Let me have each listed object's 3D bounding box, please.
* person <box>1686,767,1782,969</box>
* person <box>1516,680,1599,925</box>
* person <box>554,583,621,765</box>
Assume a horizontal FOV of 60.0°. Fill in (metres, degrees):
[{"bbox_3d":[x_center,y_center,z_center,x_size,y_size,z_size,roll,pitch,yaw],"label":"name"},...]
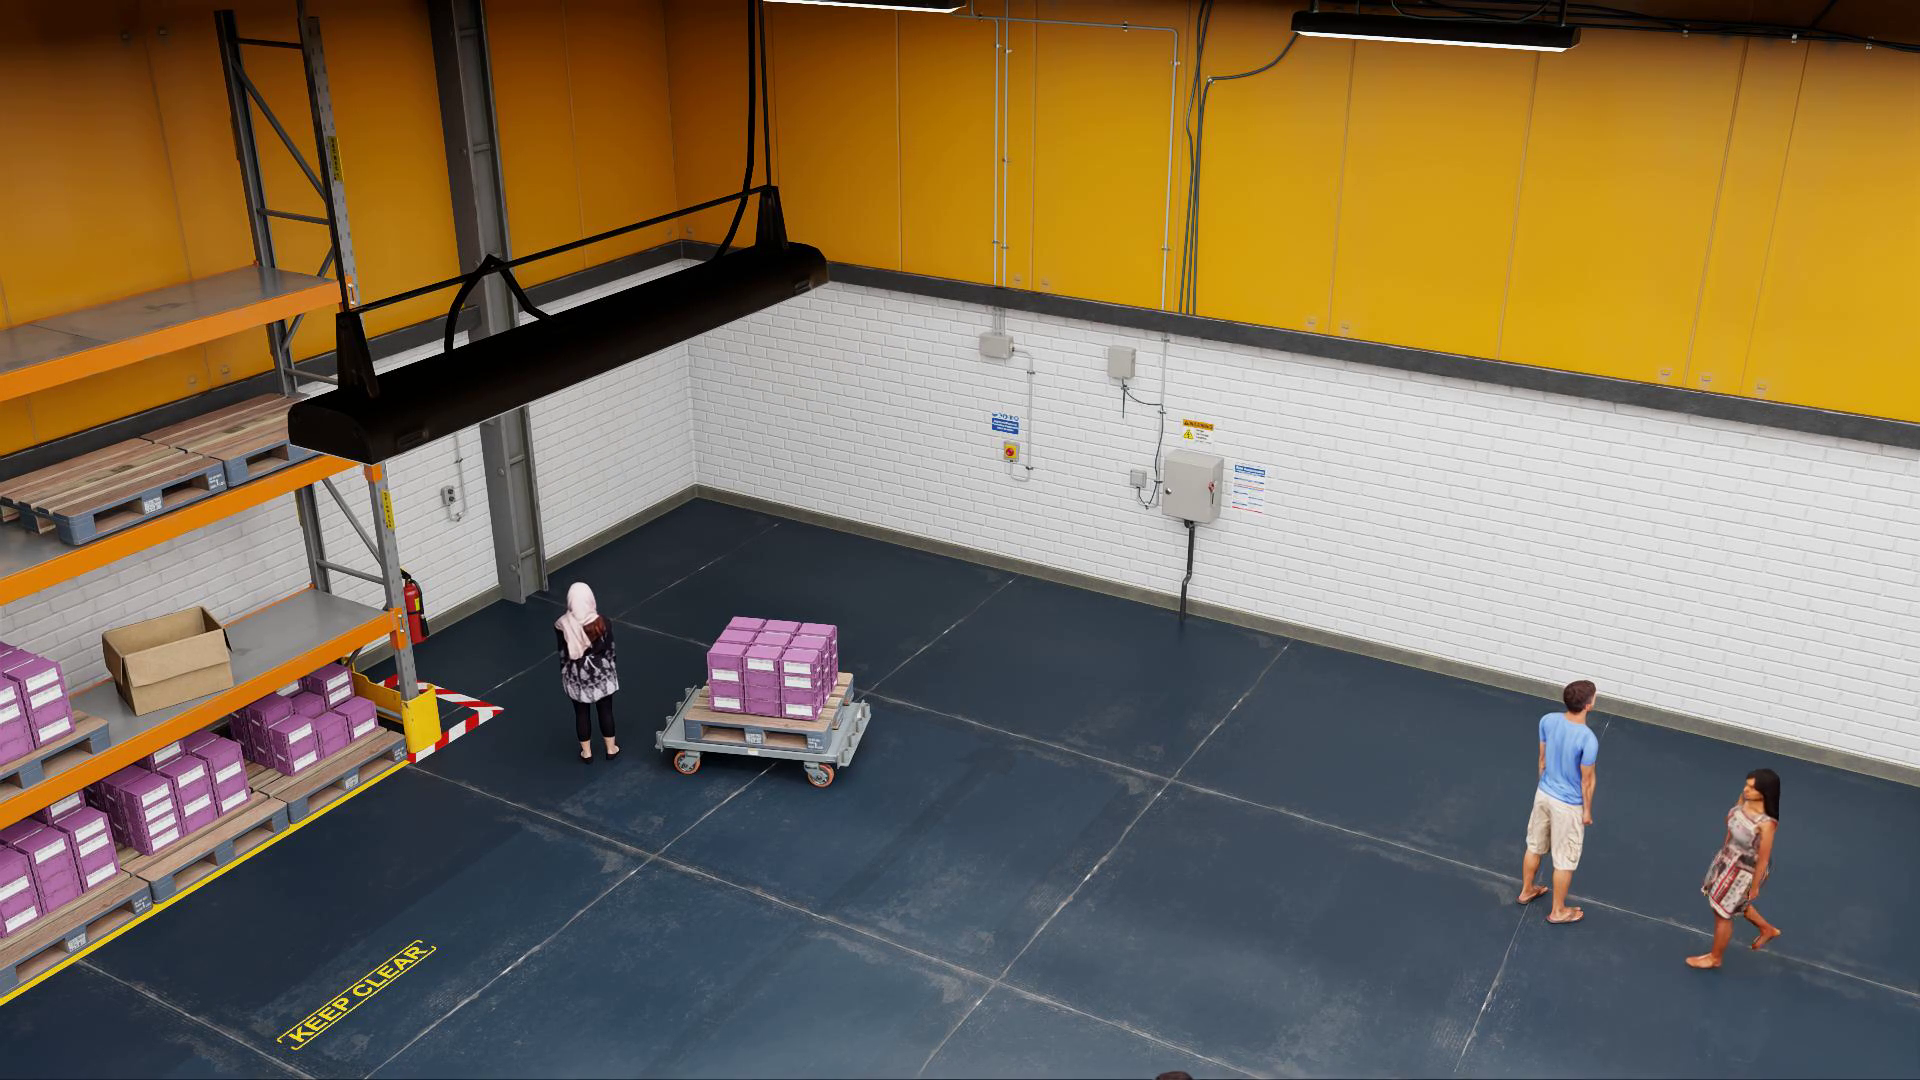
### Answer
[{"bbox_3d":[5.355,2.225,11.199,0.920,1.625,0.919,2,24,5],"label":"person"},{"bbox_3d":[4.267,1.833,11.797,0.745,1.863,0.742,-13,27,-27],"label":"person"},{"bbox_3d":[-3.071,1.096,13.765,0.752,1.638,0.806,-5,24,-11],"label":"person"}]
